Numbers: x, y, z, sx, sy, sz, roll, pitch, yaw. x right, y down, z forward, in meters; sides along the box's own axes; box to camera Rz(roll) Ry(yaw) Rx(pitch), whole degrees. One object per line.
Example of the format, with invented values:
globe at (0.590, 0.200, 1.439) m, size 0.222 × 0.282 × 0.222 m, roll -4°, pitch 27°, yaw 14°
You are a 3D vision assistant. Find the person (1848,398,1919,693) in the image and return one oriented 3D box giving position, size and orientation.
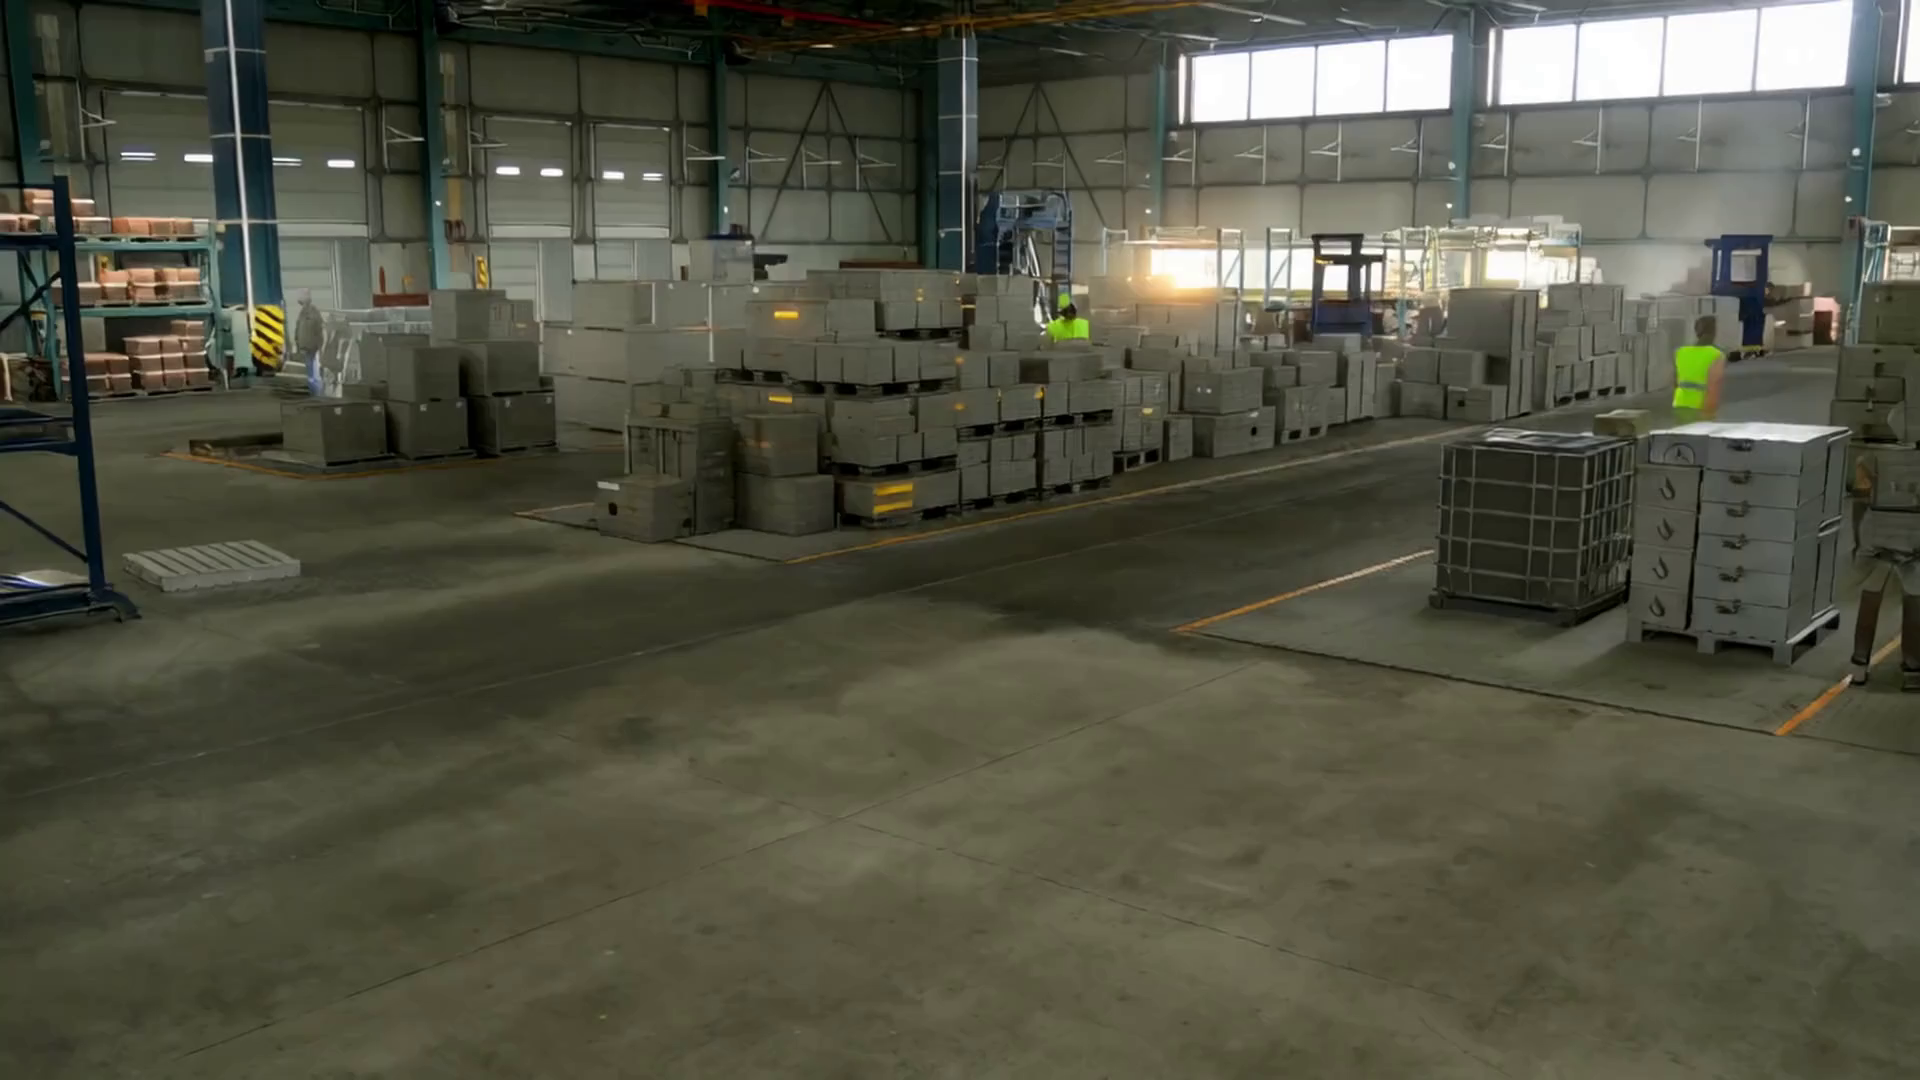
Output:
person at (5.400, 0.032, 9.579) m, size 0.532 × 1.697 × 0.319 m, roll 8°, pitch 13°, yaw 39°

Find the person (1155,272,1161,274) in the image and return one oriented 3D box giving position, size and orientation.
person at (4.988, -5.807, 42.138) m, size 0.552 × 1.937 × 0.356 m, roll -5°, pitch 11°, yaw -28°

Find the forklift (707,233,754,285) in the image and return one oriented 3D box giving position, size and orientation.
forklift at (-4.412, -4.528, 32.170) m, size 1.873 × 2.768 × 1.129 m, roll 8°, pitch 13°, yaw 39°

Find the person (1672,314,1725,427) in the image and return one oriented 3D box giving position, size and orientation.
person at (7.409, -1.294, 16.570) m, size 0.707 × 1.894 × 0.623 m, roll -4°, pitch 11°, yaw -21°

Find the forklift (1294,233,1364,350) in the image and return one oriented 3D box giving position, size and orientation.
forklift at (7.376, -4.620, 32.697) m, size 1.129 × 2.768 × 1.873 m, roll -2°, pitch 10°, yaw -9°

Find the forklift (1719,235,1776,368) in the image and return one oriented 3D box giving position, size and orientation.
forklift at (16.763, -5.143, 35.675) m, size 1.129 × 2.768 × 1.873 m, roll 8°, pitch 13°, yaw 40°

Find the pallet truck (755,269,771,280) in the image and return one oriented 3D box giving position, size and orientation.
pallet truck at (-4.996, -6.432, 45.525) m, size 1.885 × 1.965 × 0.823 m, roll -6°, pitch 12°, yaw -32°

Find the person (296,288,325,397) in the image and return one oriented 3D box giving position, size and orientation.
person at (-10.123, -2.957, 25.924) m, size 0.372 × 1.934 × 0.627 m, roll -6°, pitch 12°, yaw -30°
